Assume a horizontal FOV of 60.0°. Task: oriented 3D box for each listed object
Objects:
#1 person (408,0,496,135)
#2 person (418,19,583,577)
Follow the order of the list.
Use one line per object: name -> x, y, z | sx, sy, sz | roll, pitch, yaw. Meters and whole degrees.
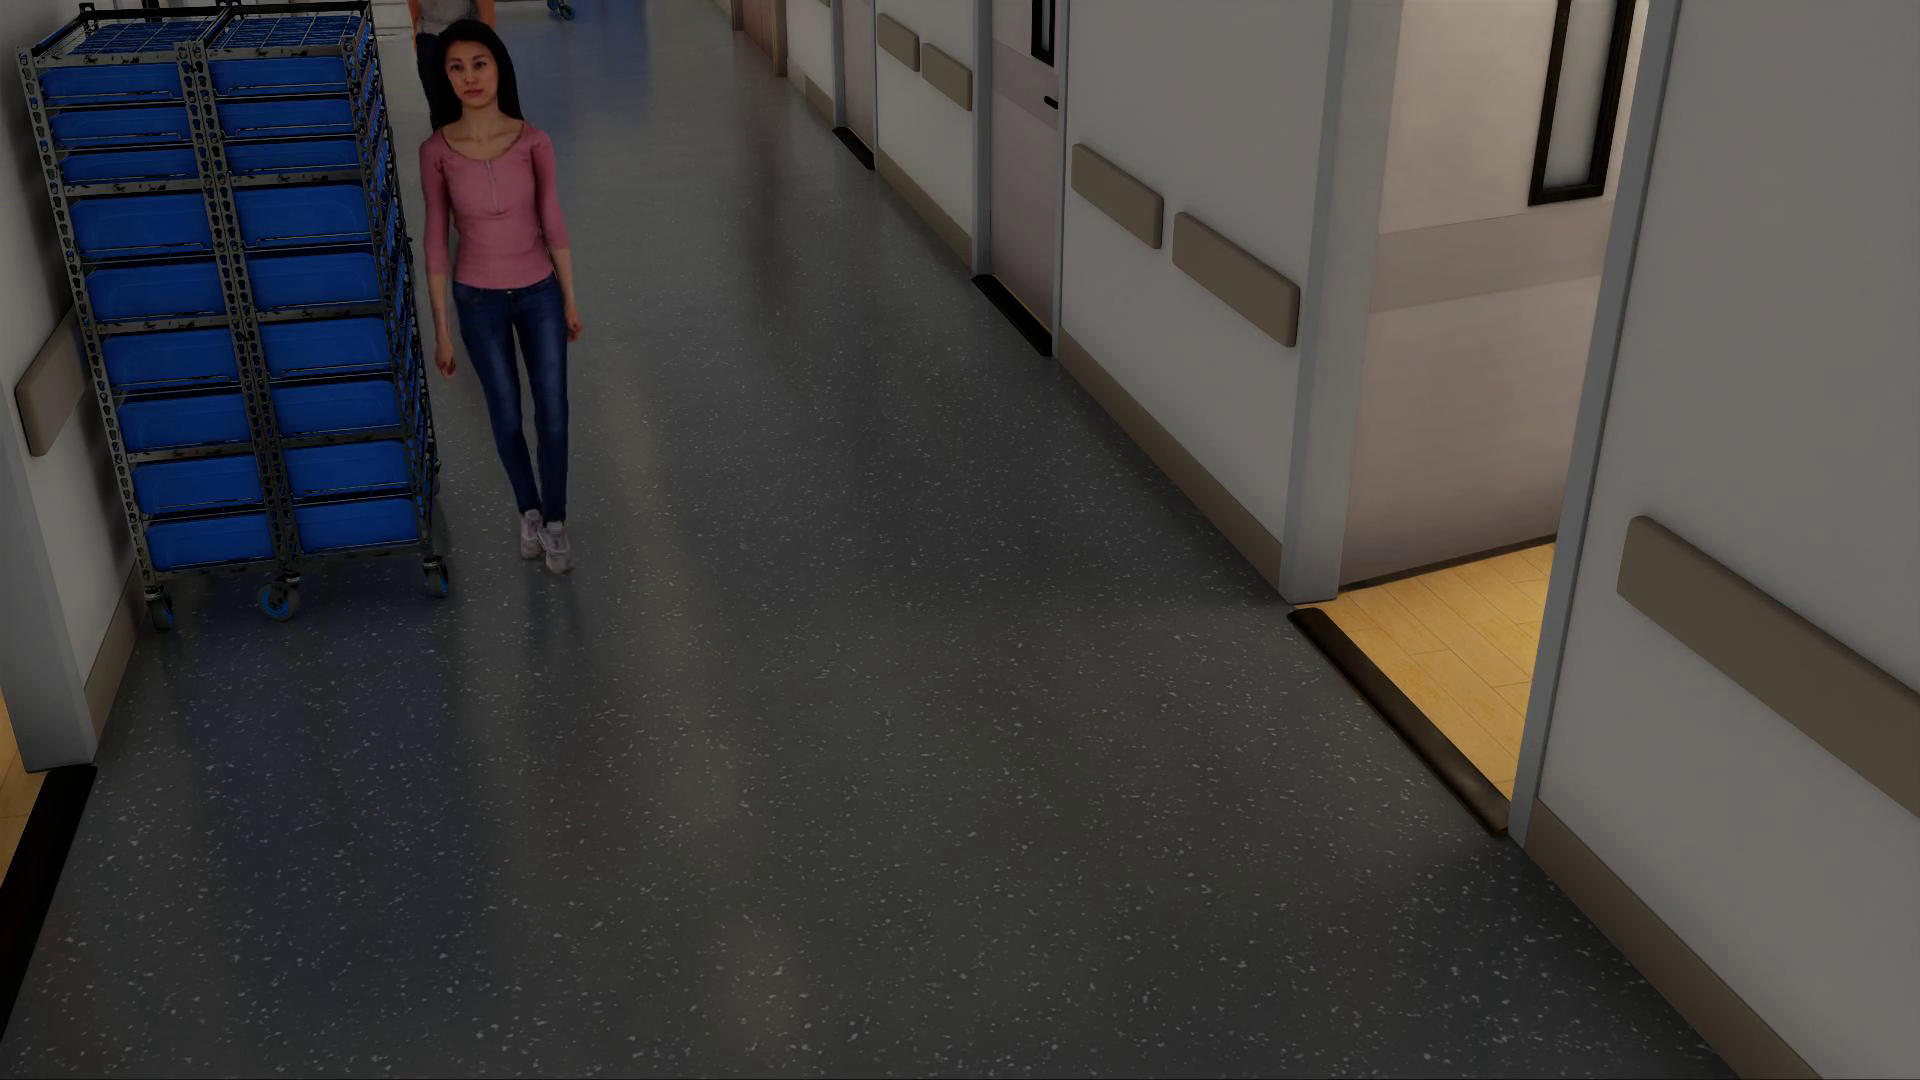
person -> -2.919, -2.888, 9.523 | 0.701, 1.855, 0.752 | 1, 26, 2
person -> -1.424, -0.759, 5.257 | 0.596, 1.727, 0.656 | -6, 26, -12
